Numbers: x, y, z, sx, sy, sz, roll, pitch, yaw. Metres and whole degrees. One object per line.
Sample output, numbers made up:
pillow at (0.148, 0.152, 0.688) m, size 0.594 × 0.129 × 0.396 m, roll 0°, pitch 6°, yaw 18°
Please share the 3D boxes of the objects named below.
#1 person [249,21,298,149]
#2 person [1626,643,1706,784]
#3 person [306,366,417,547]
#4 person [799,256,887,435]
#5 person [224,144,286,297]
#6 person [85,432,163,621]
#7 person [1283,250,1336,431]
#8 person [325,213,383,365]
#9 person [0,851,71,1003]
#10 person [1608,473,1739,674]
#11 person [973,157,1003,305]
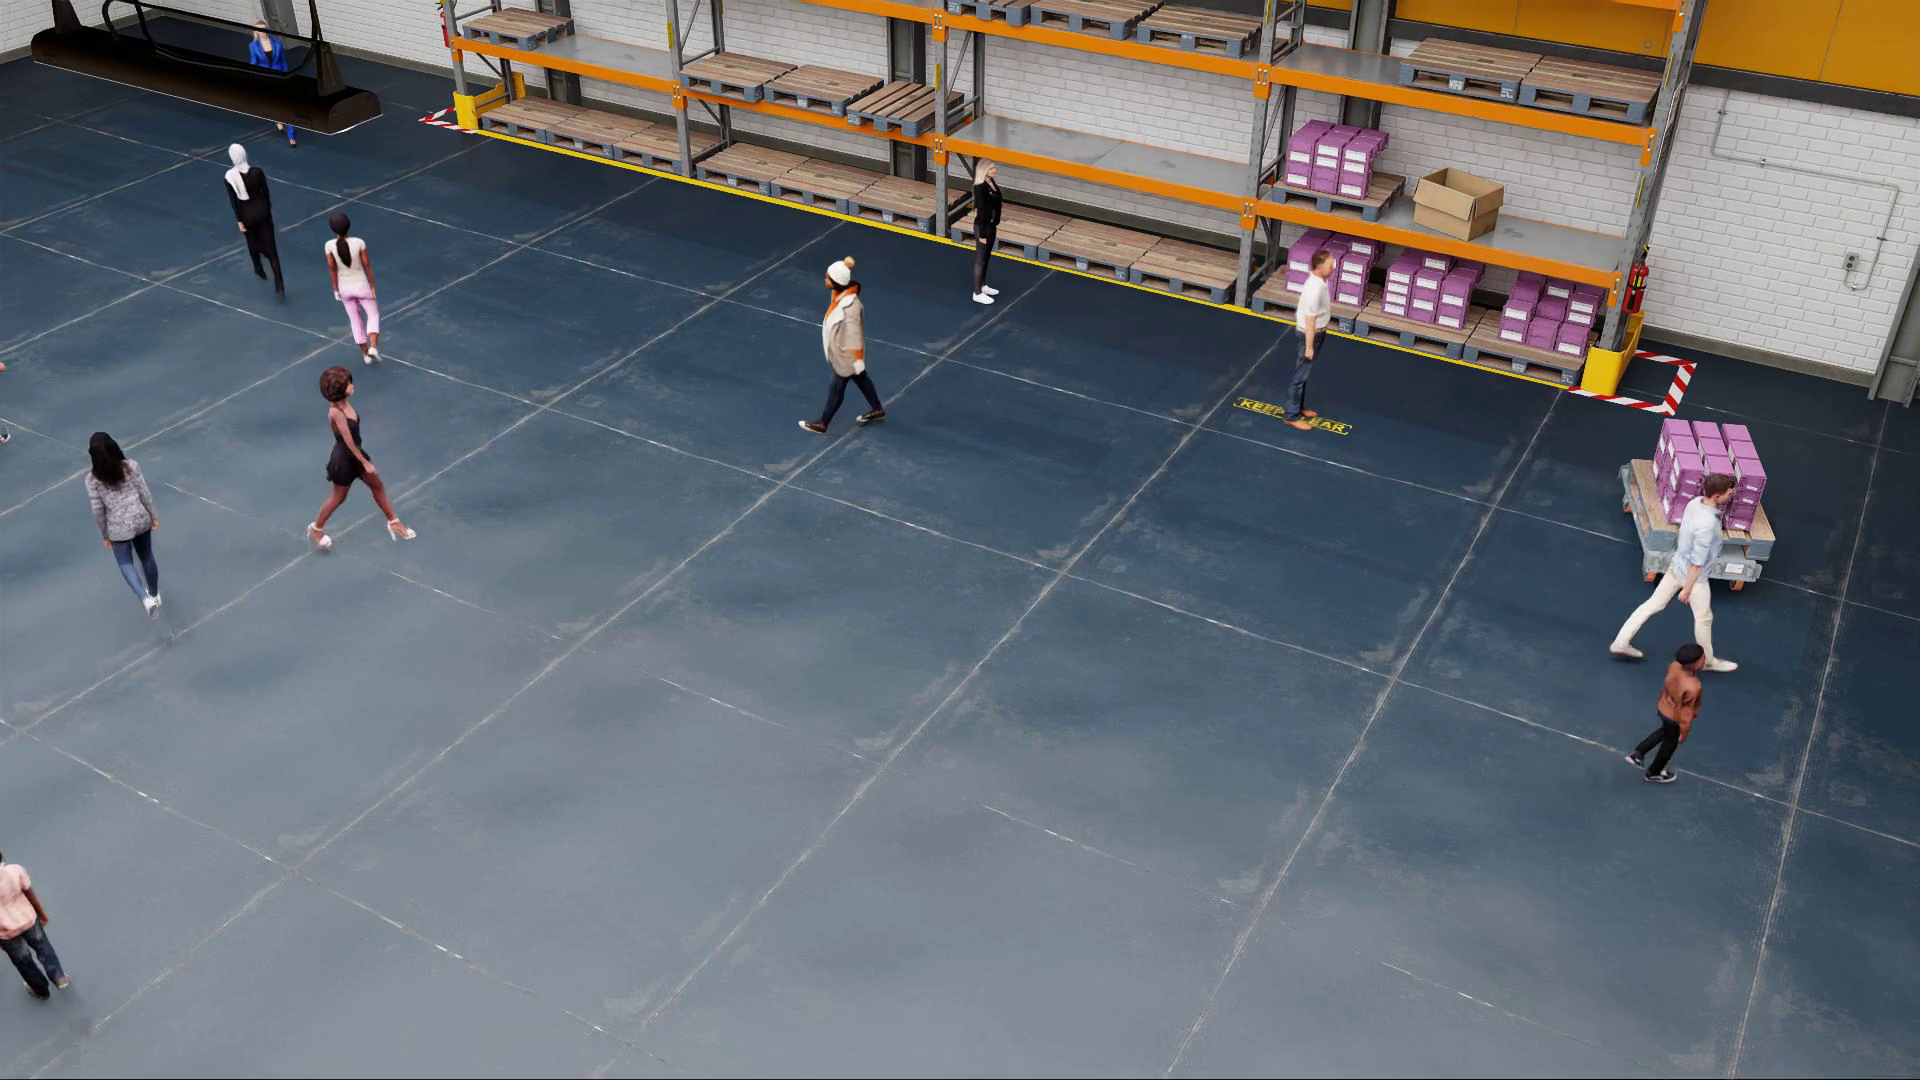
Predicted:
person at (-9.600, -6.387, 23.205) m, size 1.046 × 1.661 × 1.237 m, roll -15°, pitch 37°, yaw -22°
person at (5.123, 1.262, 12.070) m, size 0.722 × 1.247 × 0.663 m, roll -3°, pitch 34°, yaw -5°
person at (-5.426, -0.648, 14.499) m, size 1.192 × 1.741 × 0.976 m, roll -2°, pitch 34°, yaw -3°
person at (-1.001, -1.898, 16.285) m, size 1.244 × 1.845 × 1.167 m, roll -7°, pitch 34°, yaw -11°
person at (-7.983, -3.608, 18.960) m, size 1.013 × 1.731 × 1.248 m, roll -18°, pitch 37°, yaw -25°
person at (-6.824, -0.090, 13.682) m, size 0.823 × 1.715 × 1.021 m, roll -24°, pitch 40°, yaw -31°
person at (3.446, -2.017, 16.456) m, size 0.601 × 1.853 × 0.694 m, roll 12°, pitch 36°, yaw 18°
person at (-6.340, -2.583, 17.419) m, size 0.868 × 1.731 × 0.925 m, roll -8°, pitch 35°, yaw -12°
person at (-5.841, 2.401, 10.309) m, size 0.583 × 1.300 × 0.520 m, roll 23°, pitch 40°, yaw 31°
person at (5.633, 0.257, 13.082) m, size 1.293 × 1.803 × 0.969 m, roll 5°, pitch 34°, yaw 7°
person at (0.279, -3.530, 18.885) m, size 0.613 × 1.686 × 0.666 m, roll 9°, pitch 35°, yaw 13°
